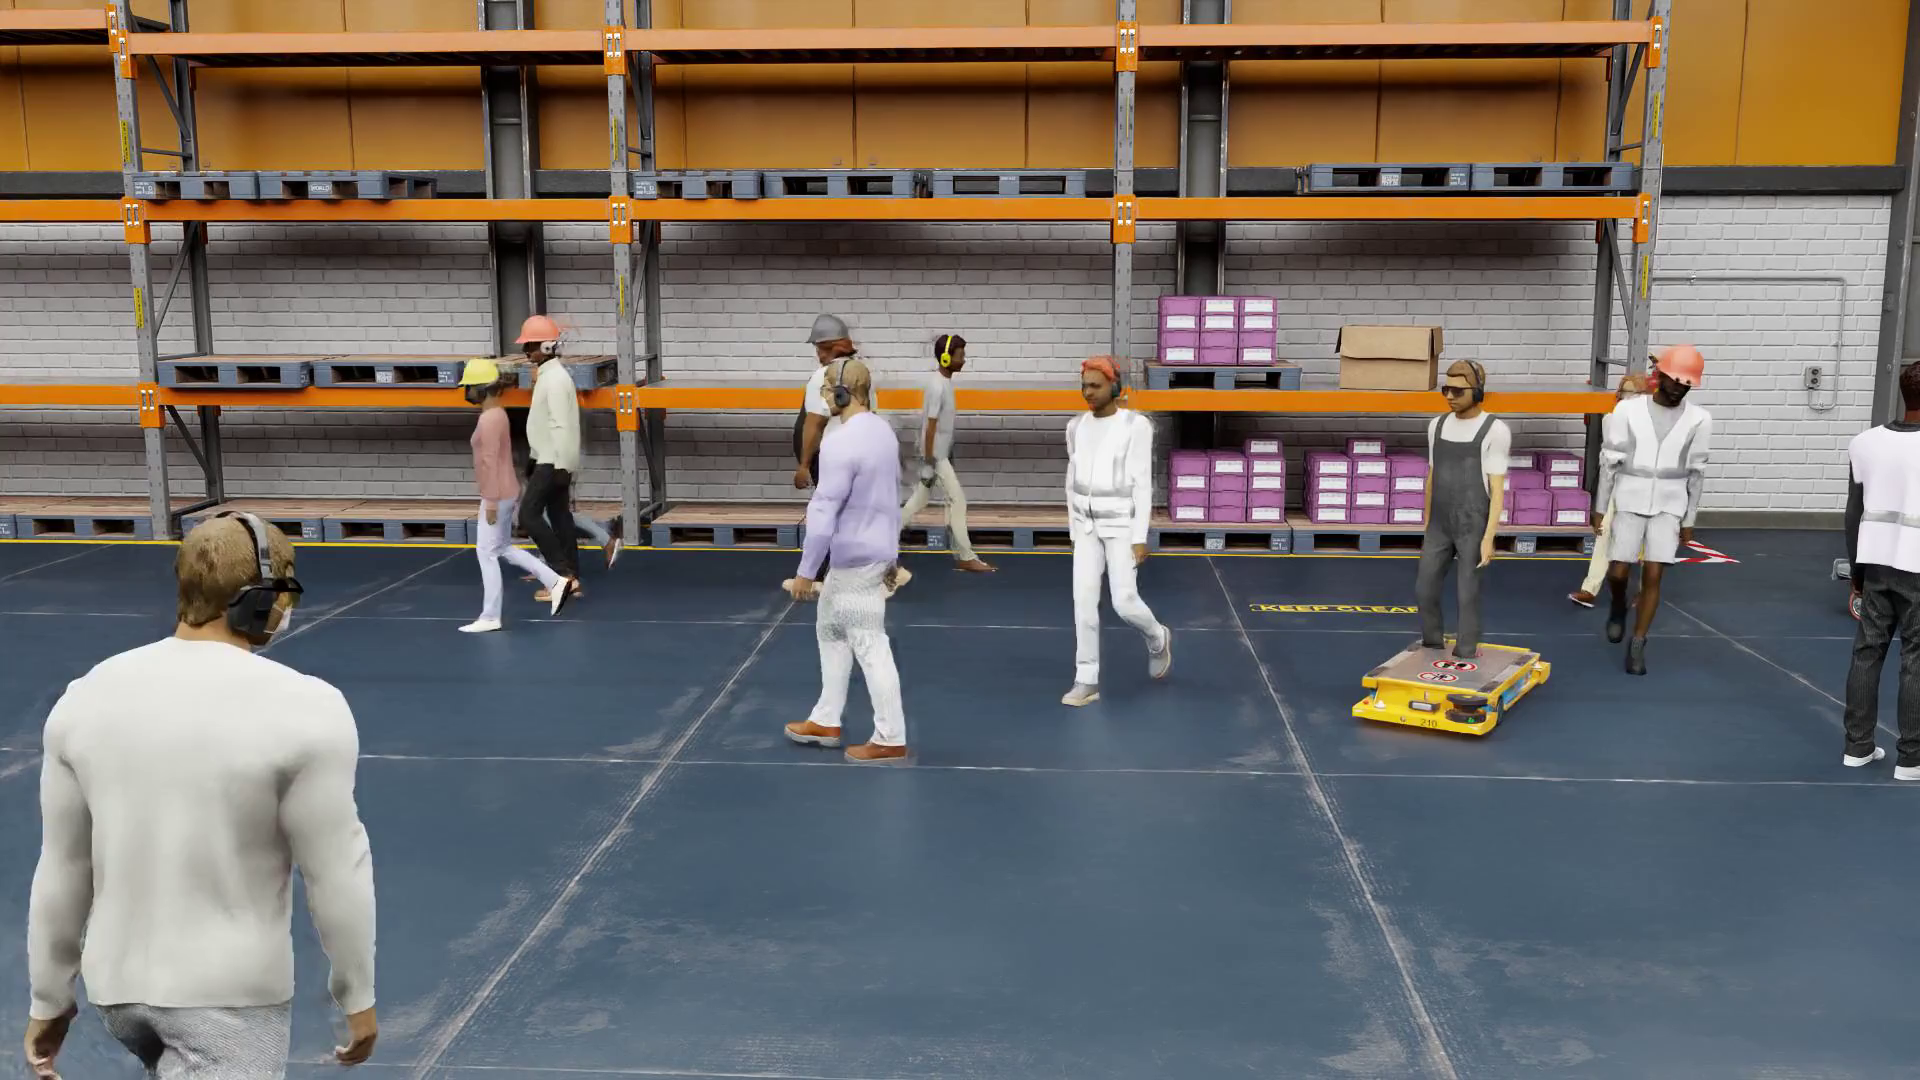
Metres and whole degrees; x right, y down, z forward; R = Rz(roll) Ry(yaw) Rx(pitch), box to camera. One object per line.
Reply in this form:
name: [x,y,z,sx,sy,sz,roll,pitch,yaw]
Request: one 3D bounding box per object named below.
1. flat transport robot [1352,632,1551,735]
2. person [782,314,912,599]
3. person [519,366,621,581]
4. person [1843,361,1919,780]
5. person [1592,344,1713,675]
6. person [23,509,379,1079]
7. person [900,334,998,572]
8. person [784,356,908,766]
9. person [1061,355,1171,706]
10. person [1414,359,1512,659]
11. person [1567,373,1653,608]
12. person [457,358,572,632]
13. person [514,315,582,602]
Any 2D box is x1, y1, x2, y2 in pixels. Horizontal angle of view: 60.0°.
flat transport robot: [2.646,0.743,8.863,0.652,0.197,1.431,6,11,32]
person: [-0.786,-0.597,11.533,0.992,2.000,0.682,3,10,19]
person: [-2.891,-0.497,12.230,0.671,1.608,0.515,-1,10,-7]
person: [4.316,0.137,7.599,0.391,1.918,0.593,-5,11,-28]
person: [3.980,-0.196,9.632,0.619,1.895,0.680,3,10,18]
person: [-1.493,0.888,3.302,0.660,1.875,1.044,3,10,15]
person: [-0.230,-0.641,12.475,0.953,1.815,0.603,0,10,2]
person: [-0.597,0.106,7.786,0.822,1.909,0.648,3,10,15]
person: [0.831,-0.059,8.922,0.596,1.865,0.724,9,13,41]
person: [2.667,-0.044,8.897,0.405,1.842,0.519,-8,13,-40]
person: [4.454,-0.310,11.155,0.829,1.593,0.522,-8,13,-39]
person: [-2.858,-0.279,10.548,0.627,1.751,0.533,-1,10,-8]
person: [-2.844,-0.549,11.443,0.486,1.974,0.631,-2,10,-13]
